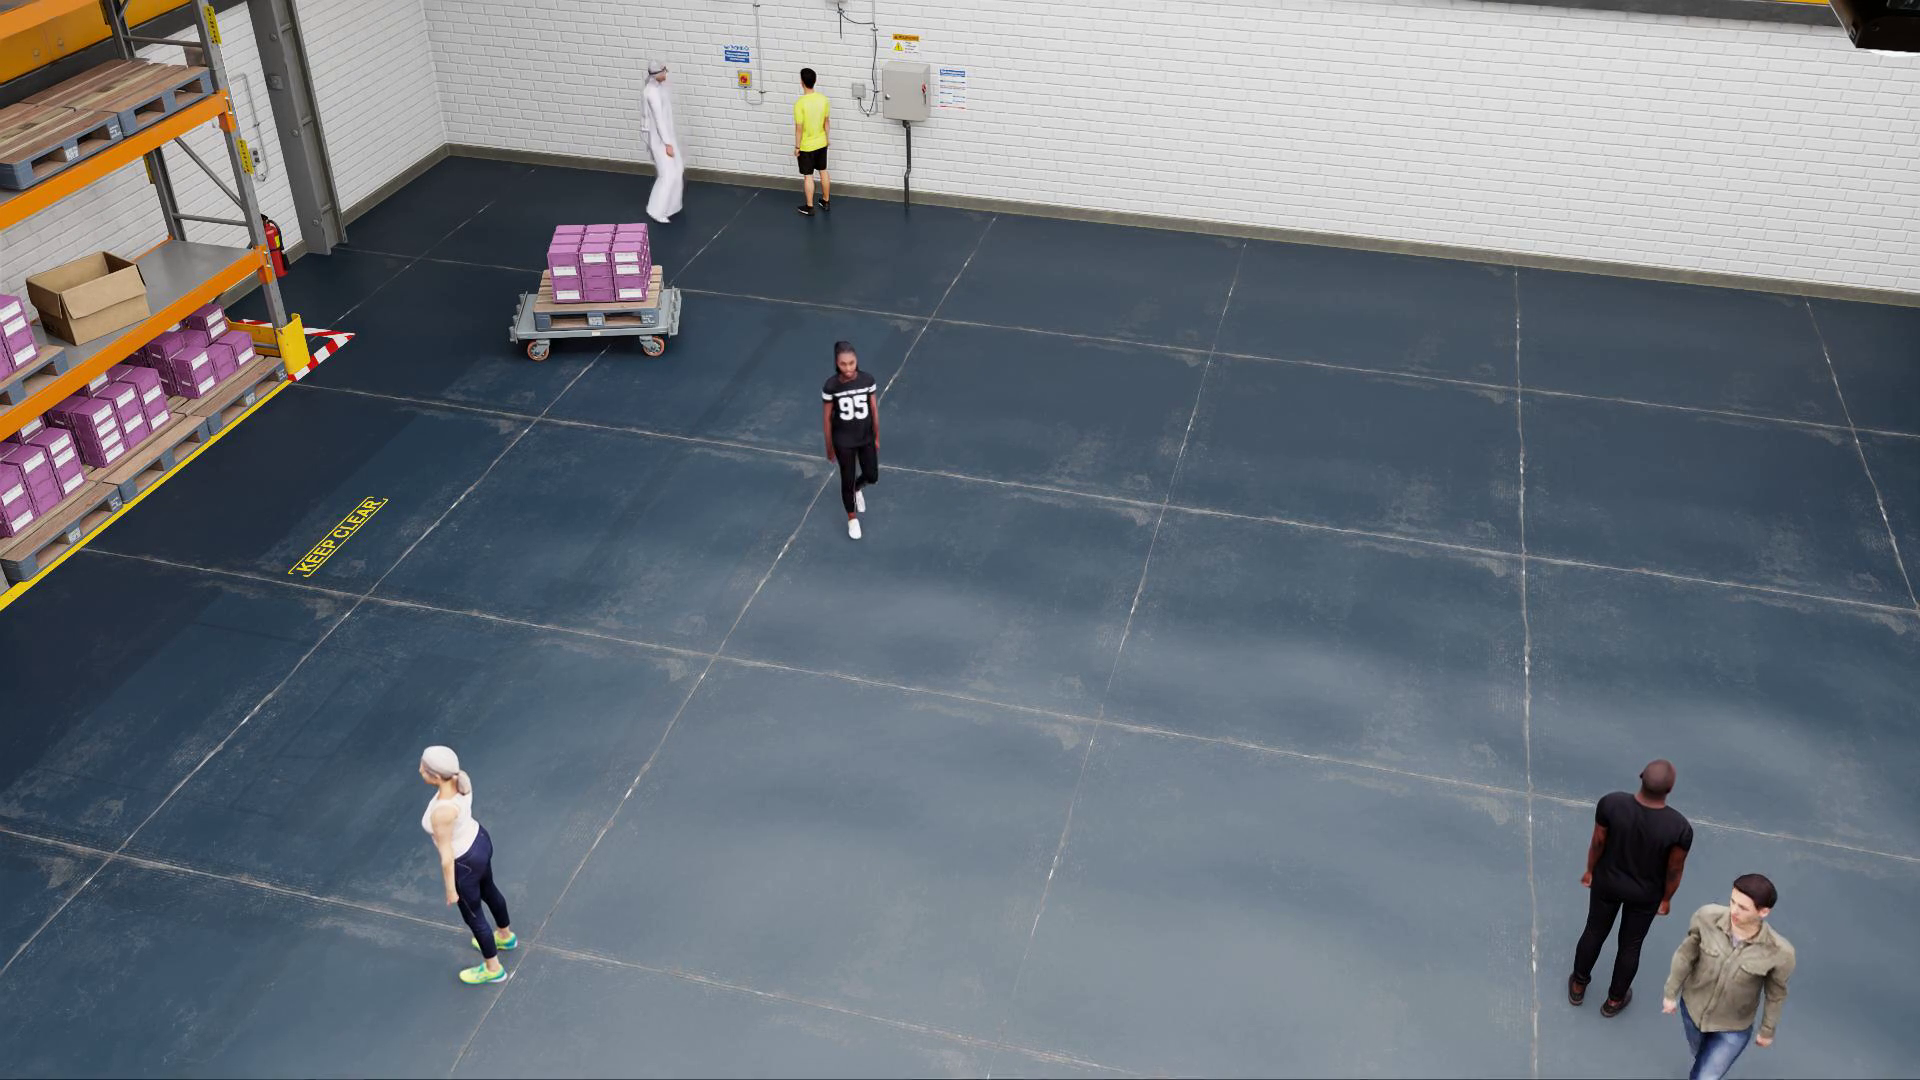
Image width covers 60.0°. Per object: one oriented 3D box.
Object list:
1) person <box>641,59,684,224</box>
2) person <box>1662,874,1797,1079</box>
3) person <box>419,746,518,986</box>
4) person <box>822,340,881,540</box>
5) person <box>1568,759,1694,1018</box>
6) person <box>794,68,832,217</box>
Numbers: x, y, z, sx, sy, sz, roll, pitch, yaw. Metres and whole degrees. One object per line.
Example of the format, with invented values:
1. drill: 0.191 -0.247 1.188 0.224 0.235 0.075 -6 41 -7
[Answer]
1. person: -3.463 -4.681 19.286 0.983 1.900 0.850 -15 36 -21
2. person: 3.993 2.417 8.690 1.095 1.809 1.281 29 43 36
3. person: -2.842 1.859 9.630 0.697 1.698 0.545 1 34 2
4. person: -0.901 -0.856 13.698 0.807 1.716 0.882 -10 35 -15
5. person: 3.759 1.957 9.372 0.734 1.819 0.683 20 39 28
6. person: -1.724 -4.658 19.425 0.669 1.708 0.760 -22 40 -30
